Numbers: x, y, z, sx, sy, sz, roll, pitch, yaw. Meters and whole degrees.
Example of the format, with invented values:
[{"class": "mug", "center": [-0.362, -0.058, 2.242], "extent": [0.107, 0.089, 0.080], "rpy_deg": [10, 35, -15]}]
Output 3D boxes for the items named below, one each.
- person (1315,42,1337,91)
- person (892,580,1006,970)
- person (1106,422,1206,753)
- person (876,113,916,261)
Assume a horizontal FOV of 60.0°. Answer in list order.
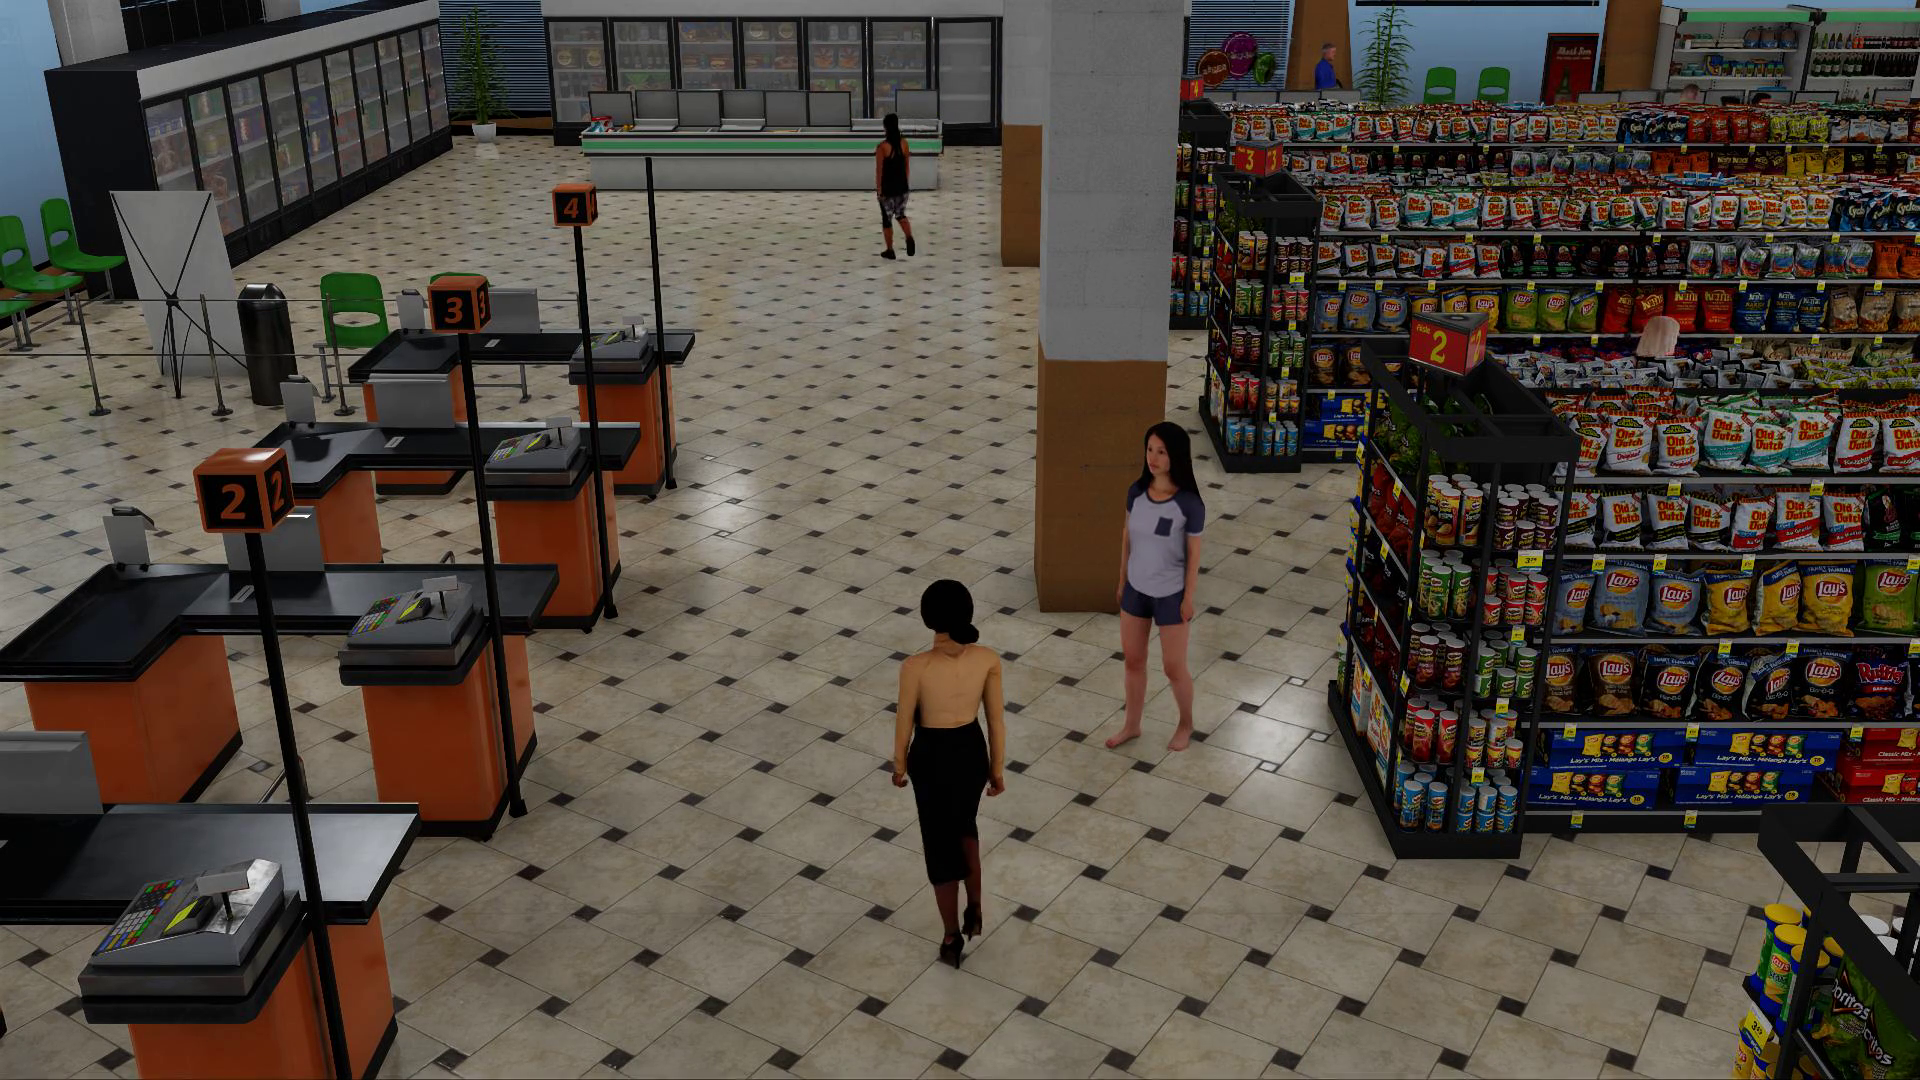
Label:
[{"class": "person", "center": [5.253, -6.432, 24.665], "extent": [1.336, 1.776, 1.038], "rpy_deg": [9, 23, 20]}, {"class": "person", "center": [-0.014, 0.952, 6.462], "extent": [0.662, 1.646, 0.728], "rpy_deg": [-8, 23, -20]}, {"class": "person", "center": [0.993, 0.227, 8.168], "extent": [0.744, 1.719, 0.807], "rpy_deg": [18, 28, 38]}, {"class": "person", "center": [-0.705, -3.935, 18.623], "extent": [0.909, 1.648, 0.900], "rpy_deg": [-13, 25, -29]}]
